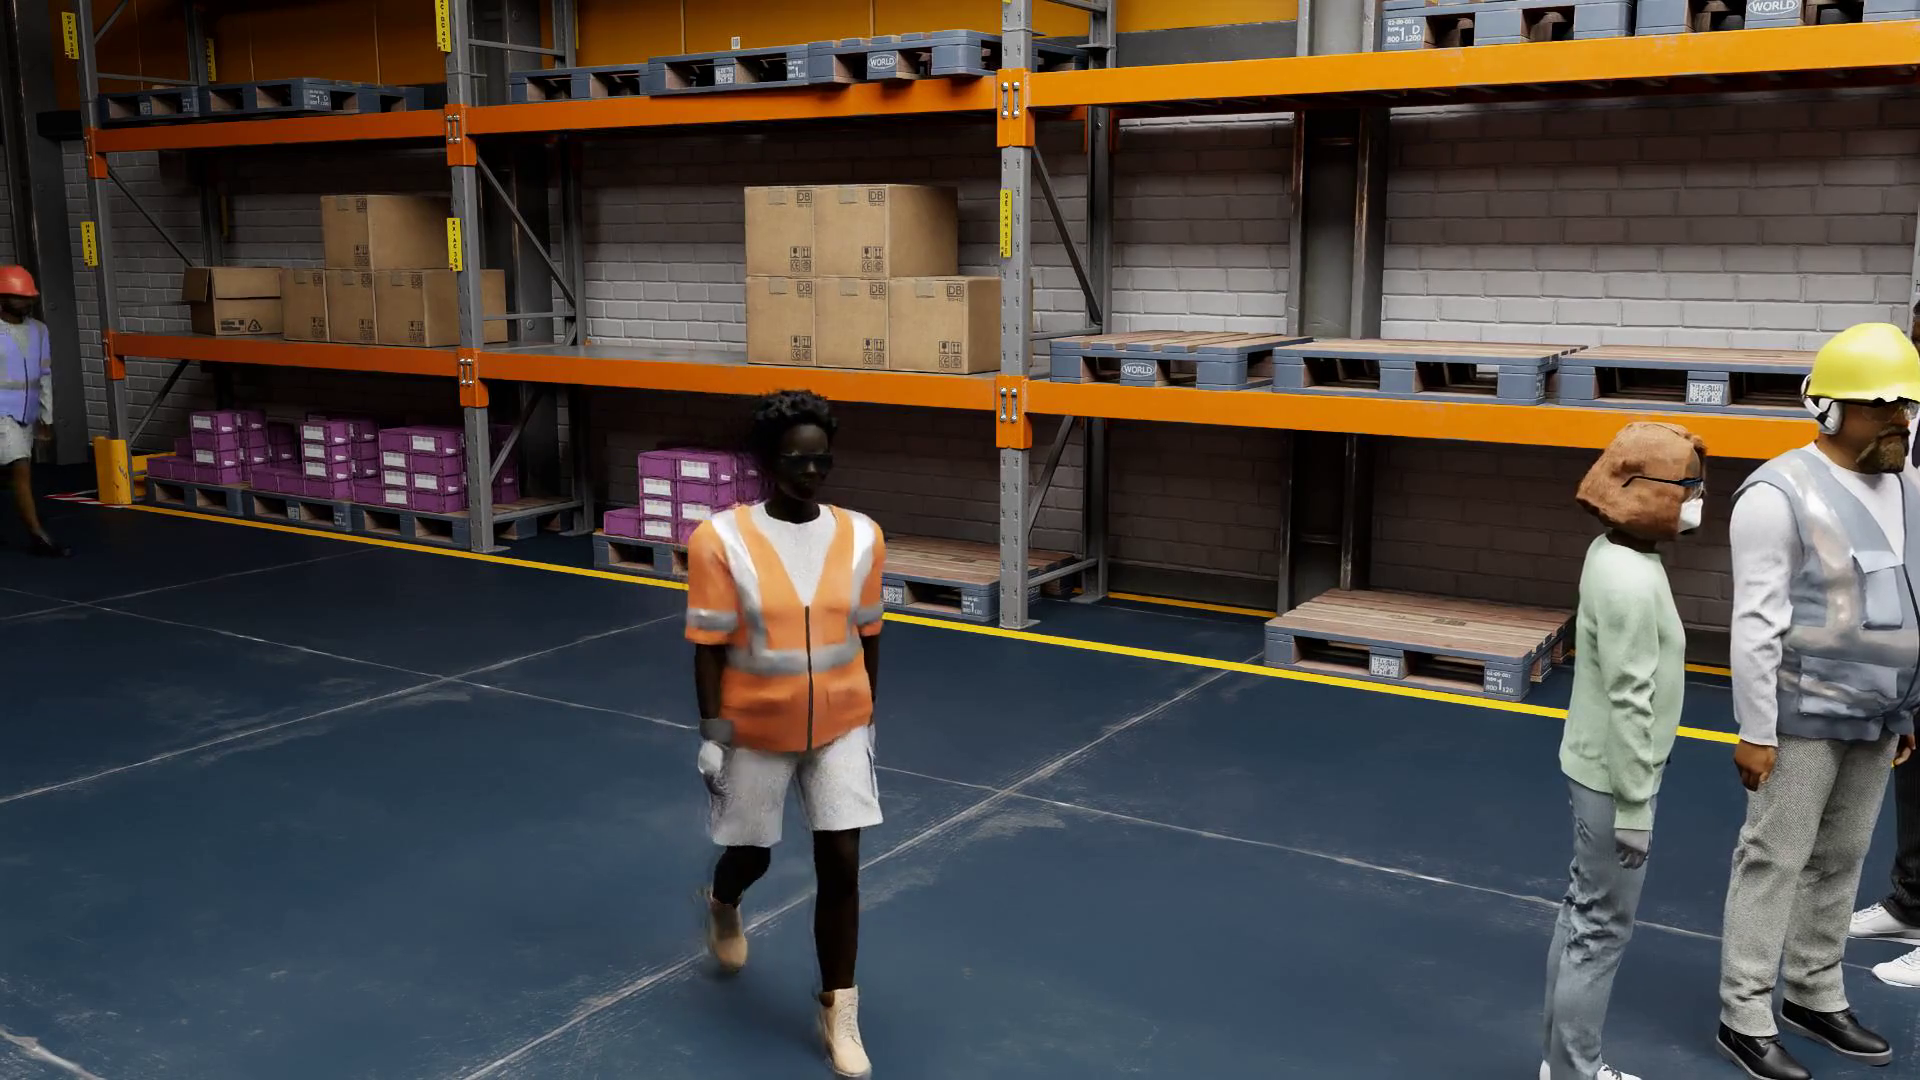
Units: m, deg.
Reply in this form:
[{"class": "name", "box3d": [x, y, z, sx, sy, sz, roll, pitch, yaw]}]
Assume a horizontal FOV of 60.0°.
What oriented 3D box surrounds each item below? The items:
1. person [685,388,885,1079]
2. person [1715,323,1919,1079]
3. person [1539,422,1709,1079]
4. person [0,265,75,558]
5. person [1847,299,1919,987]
[{"class": "person", "box3d": [-0.442, 0.444, 4.171, 0.537, 1.678, 0.700, -4, 11, -22]}, {"class": "person", "box3d": [2.098, 0.399, 3.995, 0.603, 1.830, 0.404, -5, 11, -27]}, {"class": "person", "box3d": [1.483, 0.547, 3.726, 0.269, 1.632, 0.509, 3, 11, 16]}, {"class": "person", "box3d": [-6.188, -0.836, 10.746, 1.030, 1.884, 0.559, 4, 11, 20]}, {"class": "person", "box3d": [2.701, 0.261, 4.527, 0.370, 1.915, 0.597, 1, 10, 6]}]
